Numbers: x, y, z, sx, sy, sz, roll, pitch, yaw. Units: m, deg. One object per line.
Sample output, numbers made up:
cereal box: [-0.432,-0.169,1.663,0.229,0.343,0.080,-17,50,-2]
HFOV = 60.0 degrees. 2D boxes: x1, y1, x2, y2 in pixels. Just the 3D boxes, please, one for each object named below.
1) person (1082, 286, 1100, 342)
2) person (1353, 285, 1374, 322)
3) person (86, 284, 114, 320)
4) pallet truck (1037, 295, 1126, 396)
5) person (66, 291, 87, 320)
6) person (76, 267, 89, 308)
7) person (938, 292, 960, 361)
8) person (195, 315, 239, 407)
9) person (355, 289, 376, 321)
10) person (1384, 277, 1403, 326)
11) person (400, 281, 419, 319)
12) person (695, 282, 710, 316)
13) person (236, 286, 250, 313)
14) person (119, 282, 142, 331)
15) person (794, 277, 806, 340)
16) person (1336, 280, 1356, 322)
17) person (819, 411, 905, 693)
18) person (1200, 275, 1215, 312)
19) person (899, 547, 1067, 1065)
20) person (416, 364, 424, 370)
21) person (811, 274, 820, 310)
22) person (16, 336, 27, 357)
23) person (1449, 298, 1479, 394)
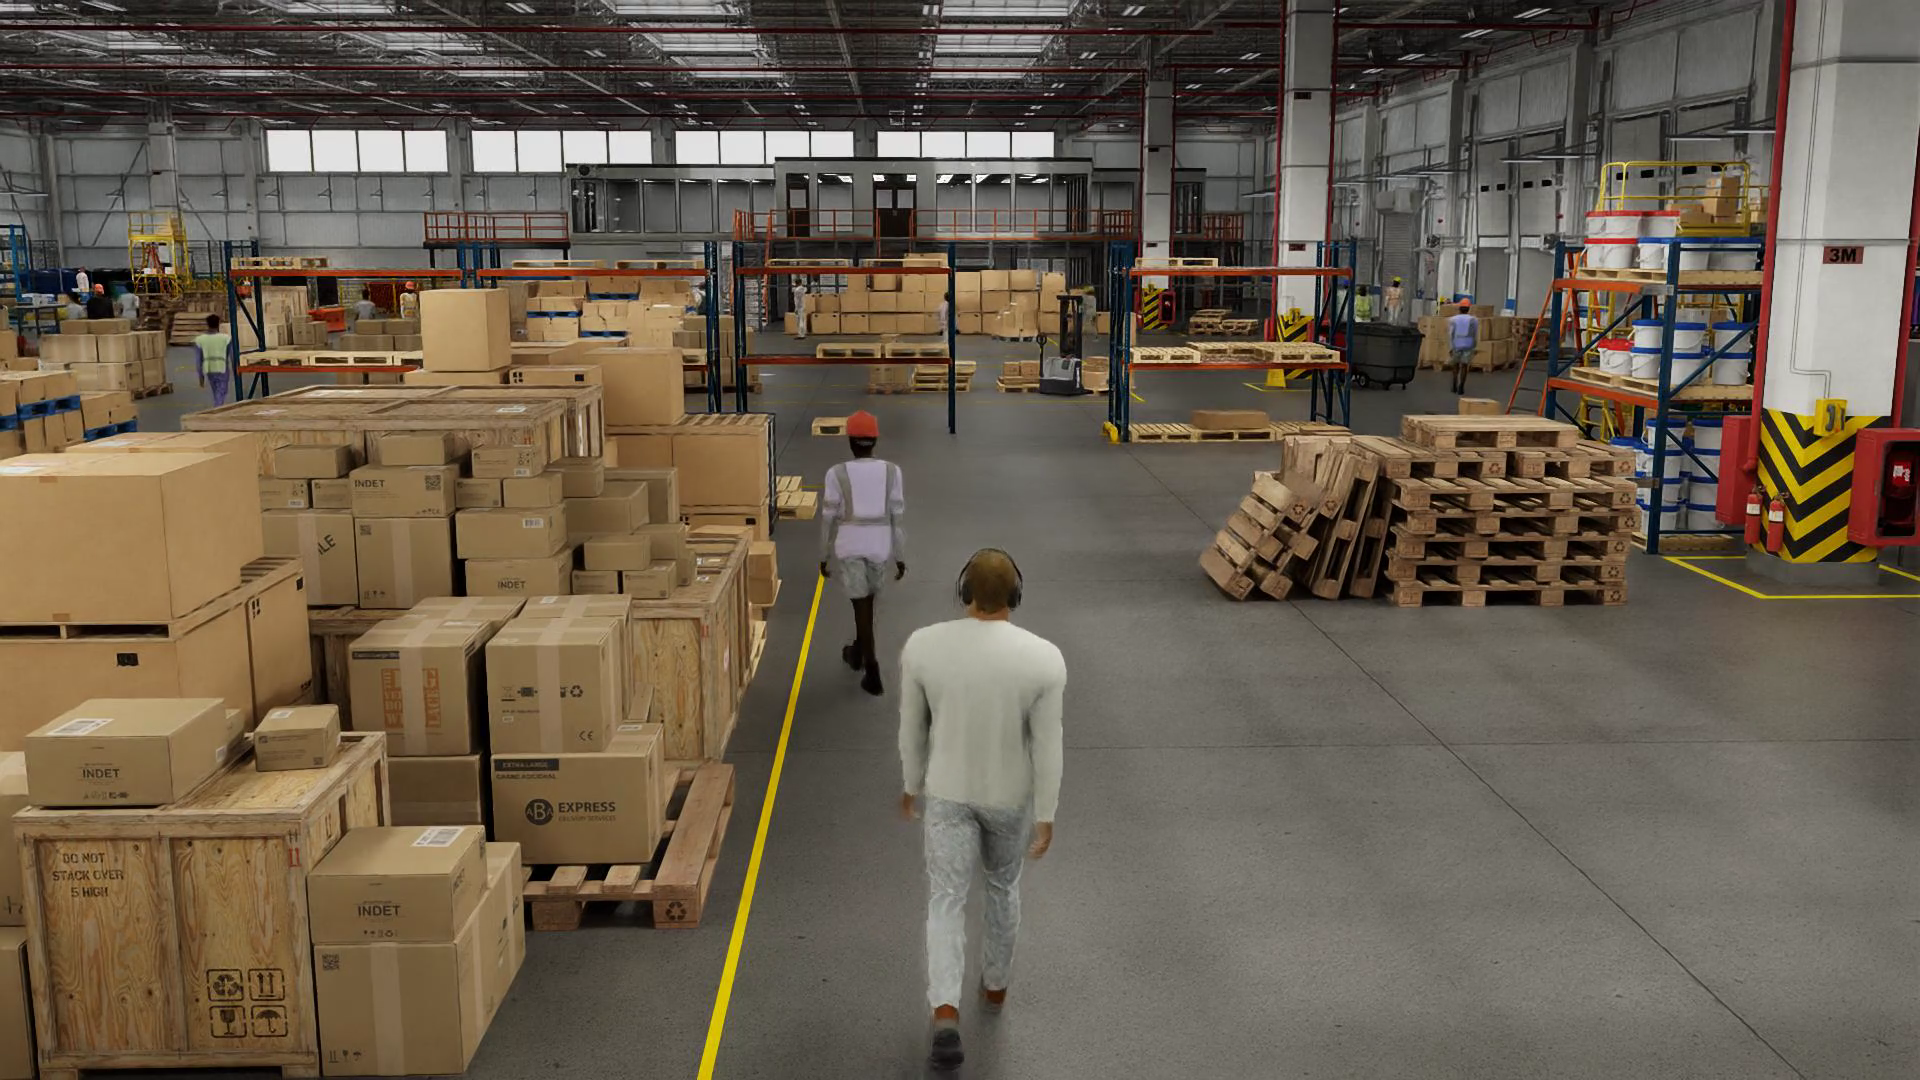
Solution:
person: [3.920,-6.832,50.325,0.497,1.701,0.876,9,14,41]
person: [11.435,-6.329,47.247,0.621,1.806,0.914,1,10,8]
person: [-21.350,-5.363,41.332,0.612,1.993,0.383,-6,12,-30]
pallet truck: [2.483,-3.881,33.060,1.885,1.965,0.823,-7,13,-36]
person: [-21.015,-4.995,39.671,0.546,1.852,0.415,2,10,12]
person: [-39.218,-11.270,74.475,0.643,1.909,0.410,5,11,24]
person: [-0.324,-5.228,41.094,0.828,1.814,0.629,-6,12,-31]
person: [-11.974,-2.688,26.811,0.585,1.870,1.024,0,10,-1]
person: [-14.944,-5.385,41.842,0.535,1.854,0.557,-2,10,-12]
person: [14.207,-7.651,54.411,0.644,1.875,0.707,-2,10,-11]
person: [-15.387,-6.275,46.571,0.359,1.936,0.544,9,13,40]
person: [-7.711,-6.803,49.811,0.522,1.820,0.640,-5,11,-24]
person: [-18.488,-5.606,42.940,0.551,1.902,0.508,7,12,34]
person: [-23.136,-6.231,46.379,0.617,1.923,0.981,1,10,7]
person: [-4.965,-7.153,51.451,0.354,1.937,0.635,2,10,10]
person: [11.509,-6.807,49.626,0.627,1.910,0.971,8,13,37]
person: [-0.686,0.054,11.459,0.561,1.884,0.980,-4,11,-20]
person: [10.630,-10.771,71.487,0.612,1.986,0.407,3,11,18]
person: [0.075,0.980,6.258,0.641,1.914,0.911,1,10,5]
person: [-6.224,-1.487,19.917,0.370,1.928,0.585,6,12,28]
person: [-5.268,-8.796,60.759,0.343,1.882,0.585,1,10,7]
person: [-11.794,-1.672,21.169,0.760,1.864,0.581,-1,10,-6]
person: [10.081,-3.877,33.271,0.554,1.914,0.665,5,11,25]
